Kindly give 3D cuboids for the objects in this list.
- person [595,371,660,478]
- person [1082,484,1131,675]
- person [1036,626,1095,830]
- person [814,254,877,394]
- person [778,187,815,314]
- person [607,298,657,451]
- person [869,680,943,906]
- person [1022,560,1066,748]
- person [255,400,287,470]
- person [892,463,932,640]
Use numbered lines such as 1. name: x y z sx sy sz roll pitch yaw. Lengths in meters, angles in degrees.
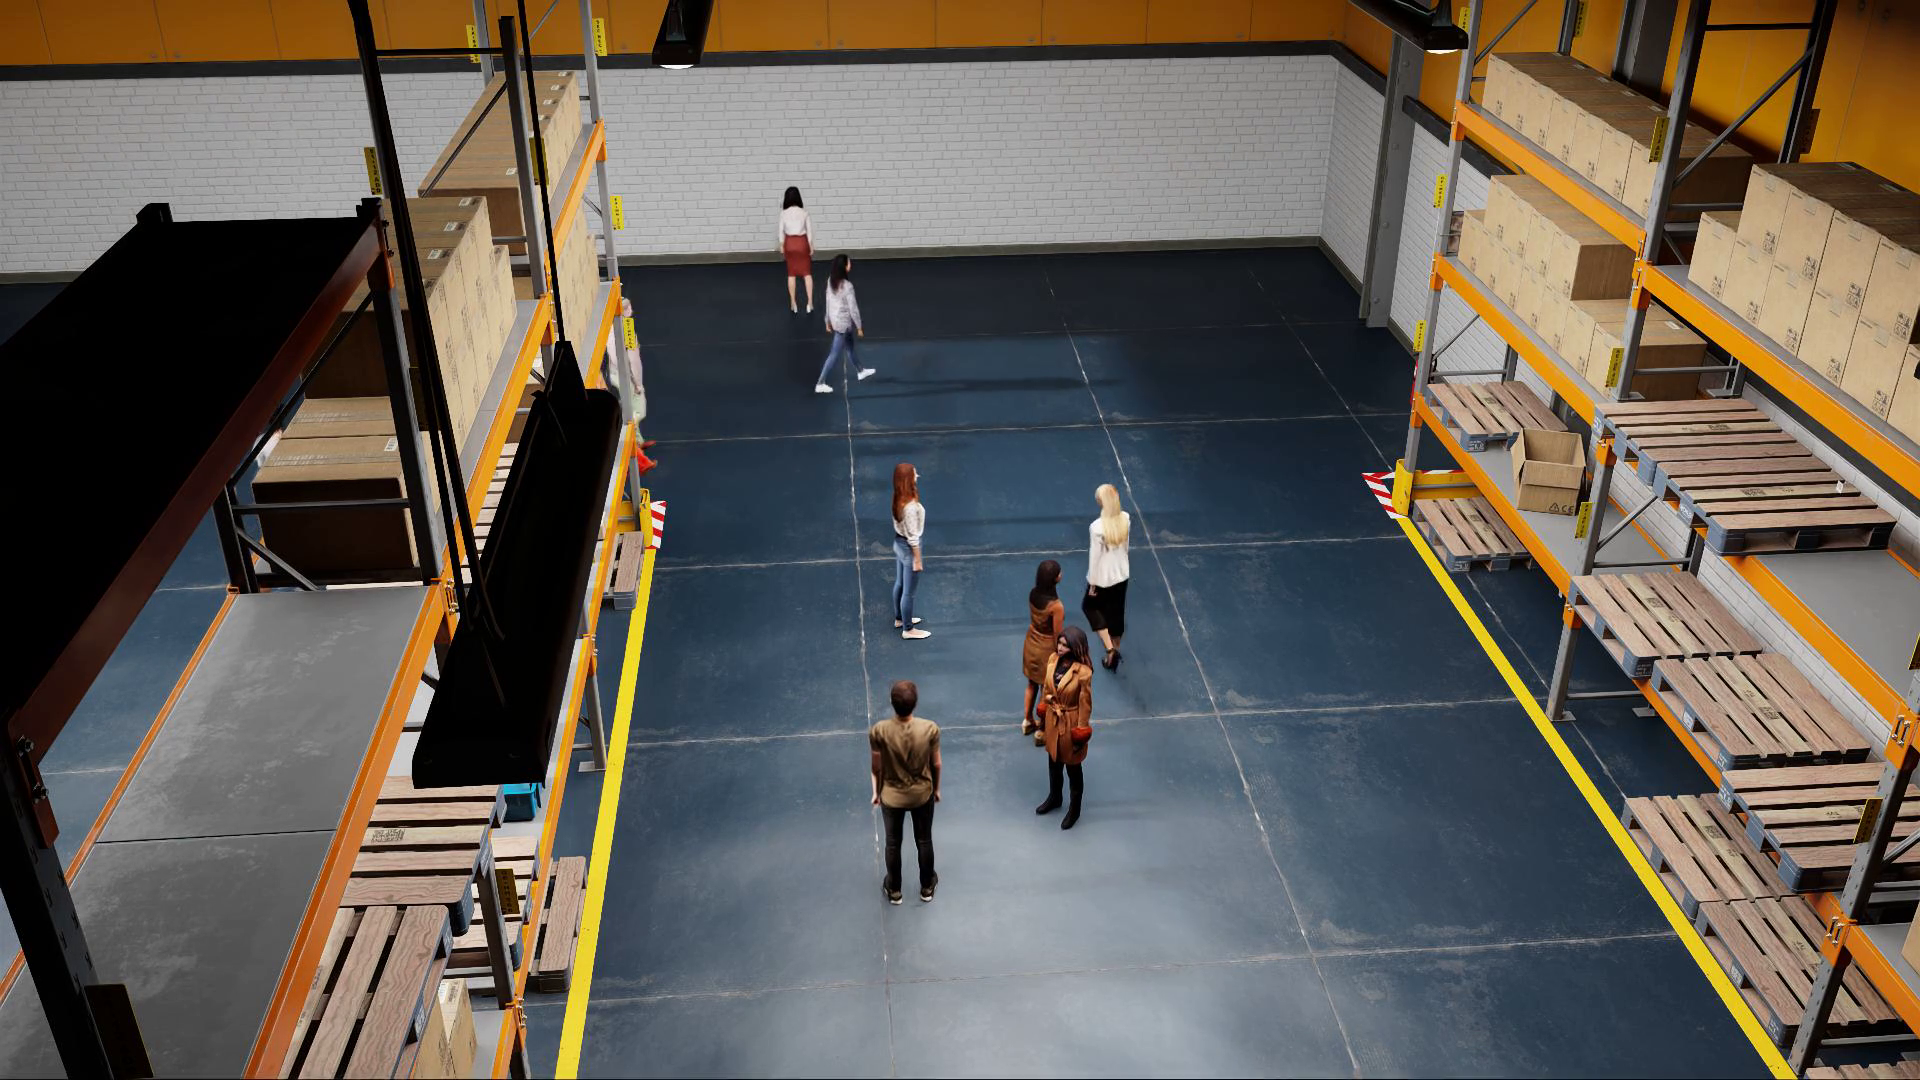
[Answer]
1. person: -3.952 -1.249 17.568 0.917 1.750 1.284 -10 30 -18
2. person: 1.349 0.394 14.453 0.789 1.848 0.841 -15 32 -25
3. person: 0.807 1.417 12.712 0.833 1.720 0.747 -25 37 -37
4. person: -1.495 -2.562 20.048 1.155 1.680 1.211 -22 36 -35
5. person: -2.208 -3.897 22.422 0.630 1.749 0.545 0 29 0
6. person: -3.737 -1.731 18.342 1.088 1.854 1.129 23 36 36
7. person: -0.381 1.800 11.871 0.646 1.852 0.542 -2 29 -4
8. person: 0.683 0.923 13.654 0.703 1.683 0.597 -17 33 -28
9. person: -6.425 -0.430 15.964 0.702 1.848 1.187 -3 29 -6
10. person: -0.485 0.083 15.149 0.681 1.728 0.519 -9 30 -16
